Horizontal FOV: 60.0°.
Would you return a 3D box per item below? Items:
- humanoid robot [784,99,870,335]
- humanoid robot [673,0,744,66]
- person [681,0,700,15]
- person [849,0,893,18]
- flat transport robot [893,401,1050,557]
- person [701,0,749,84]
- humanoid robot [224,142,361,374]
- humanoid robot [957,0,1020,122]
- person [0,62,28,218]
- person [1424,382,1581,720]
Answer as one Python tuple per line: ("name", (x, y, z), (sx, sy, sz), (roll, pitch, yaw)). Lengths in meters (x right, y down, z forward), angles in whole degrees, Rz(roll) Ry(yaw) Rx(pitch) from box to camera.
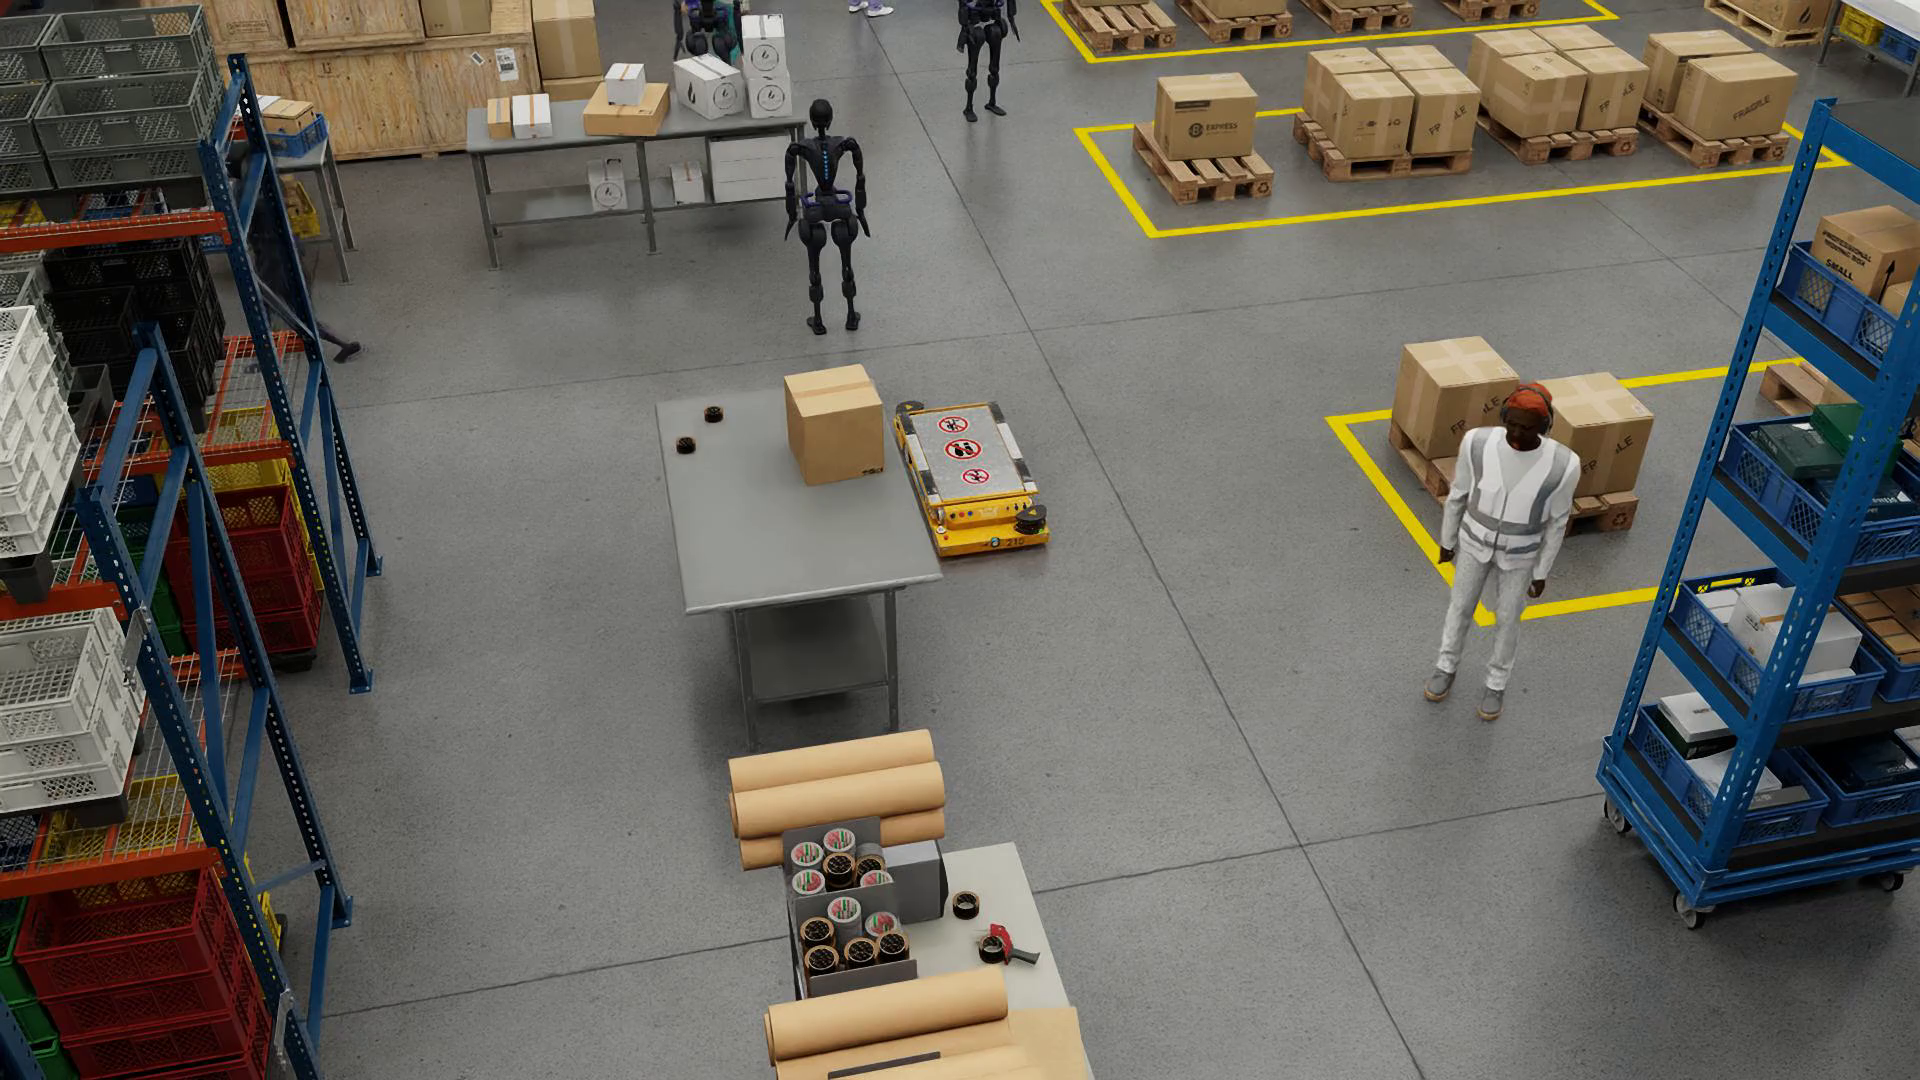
("humanoid robot", (-0.908, -2.204, 11.325), (0.589, 1.657, 0.327), (-8, 37, -10))
("humanoid robot", (-2.147, -4.305, 14.155), (0.613, 1.646, 0.479), (-5, 37, -6))
("person", (-2.630, -6.272, 16.500), (0.688, 2.000, 0.540), (-22, 42, -27))
("person", (-0.938, -6.176, 16.468), (0.591, 1.922, 0.375), (25, 44, 30))
("flat transport robot", (0.046, -0.430, 10.108), (0.652, 0.197, 1.431), (-8, 37, -10))
("person", (-2.113, -4.792, 14.753), (0.549, 1.743, 0.579), (21, 42, 26))
("humanoid robot", (-4.477, -1.849, 10.912), (0.713, 1.639, 0.602), (-25, 44, -30))
("humanoid robot", (0.230, -4.459, 14.355), (0.587, 1.657, 0.330), (-18, 40, -23))
("person", (-7.021, -3.127, 12.318), (0.614, 1.986, 0.393), (18, 40, 23))
("person", (2.629, 0.048, 8.142), (0.574, 1.882, 0.346), (19, 41, 23))
